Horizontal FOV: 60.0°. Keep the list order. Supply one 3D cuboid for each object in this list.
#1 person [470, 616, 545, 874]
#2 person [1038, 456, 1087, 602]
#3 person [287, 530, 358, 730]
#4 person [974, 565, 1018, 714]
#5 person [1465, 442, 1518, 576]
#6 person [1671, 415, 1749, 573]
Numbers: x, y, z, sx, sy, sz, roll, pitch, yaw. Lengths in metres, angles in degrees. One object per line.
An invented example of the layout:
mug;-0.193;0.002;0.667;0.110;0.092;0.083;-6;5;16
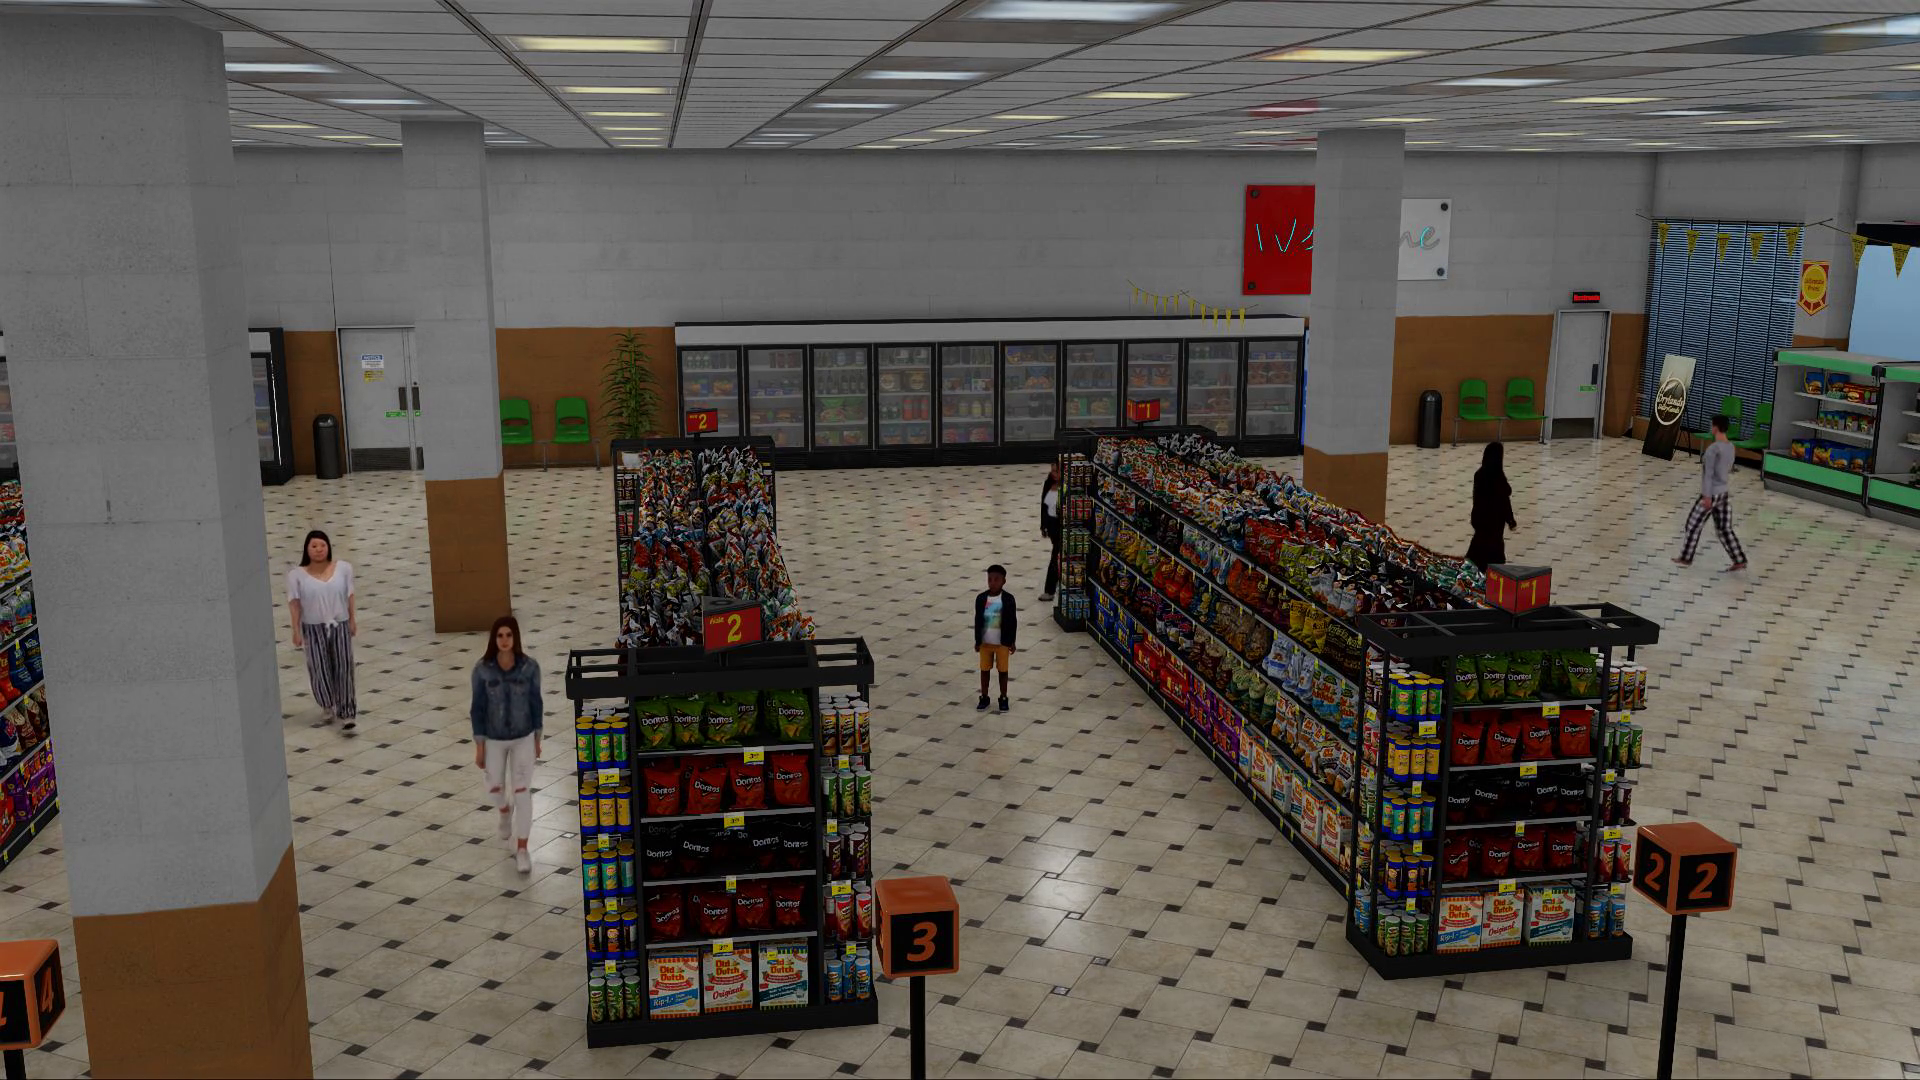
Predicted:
person;-2.954;1.302;10.884;0.638;1.687;0.896;-3;12;-13
person;1.159;-0.126;17.954;1.120;1.570;1.120;-12;17;-44
person;-5.252;0.726;13.737;0.892;1.639;1.162;-6;13;-27
person;0.299;0.823;14.167;0.580;1.272;0.607;2;12;8
person;5.532;-0.154;17.704;0.789;1.727;0.989;-1;12;-3
person;8.762;-0.490;19.120;0.939;1.801;1.252;-7;14;-31
